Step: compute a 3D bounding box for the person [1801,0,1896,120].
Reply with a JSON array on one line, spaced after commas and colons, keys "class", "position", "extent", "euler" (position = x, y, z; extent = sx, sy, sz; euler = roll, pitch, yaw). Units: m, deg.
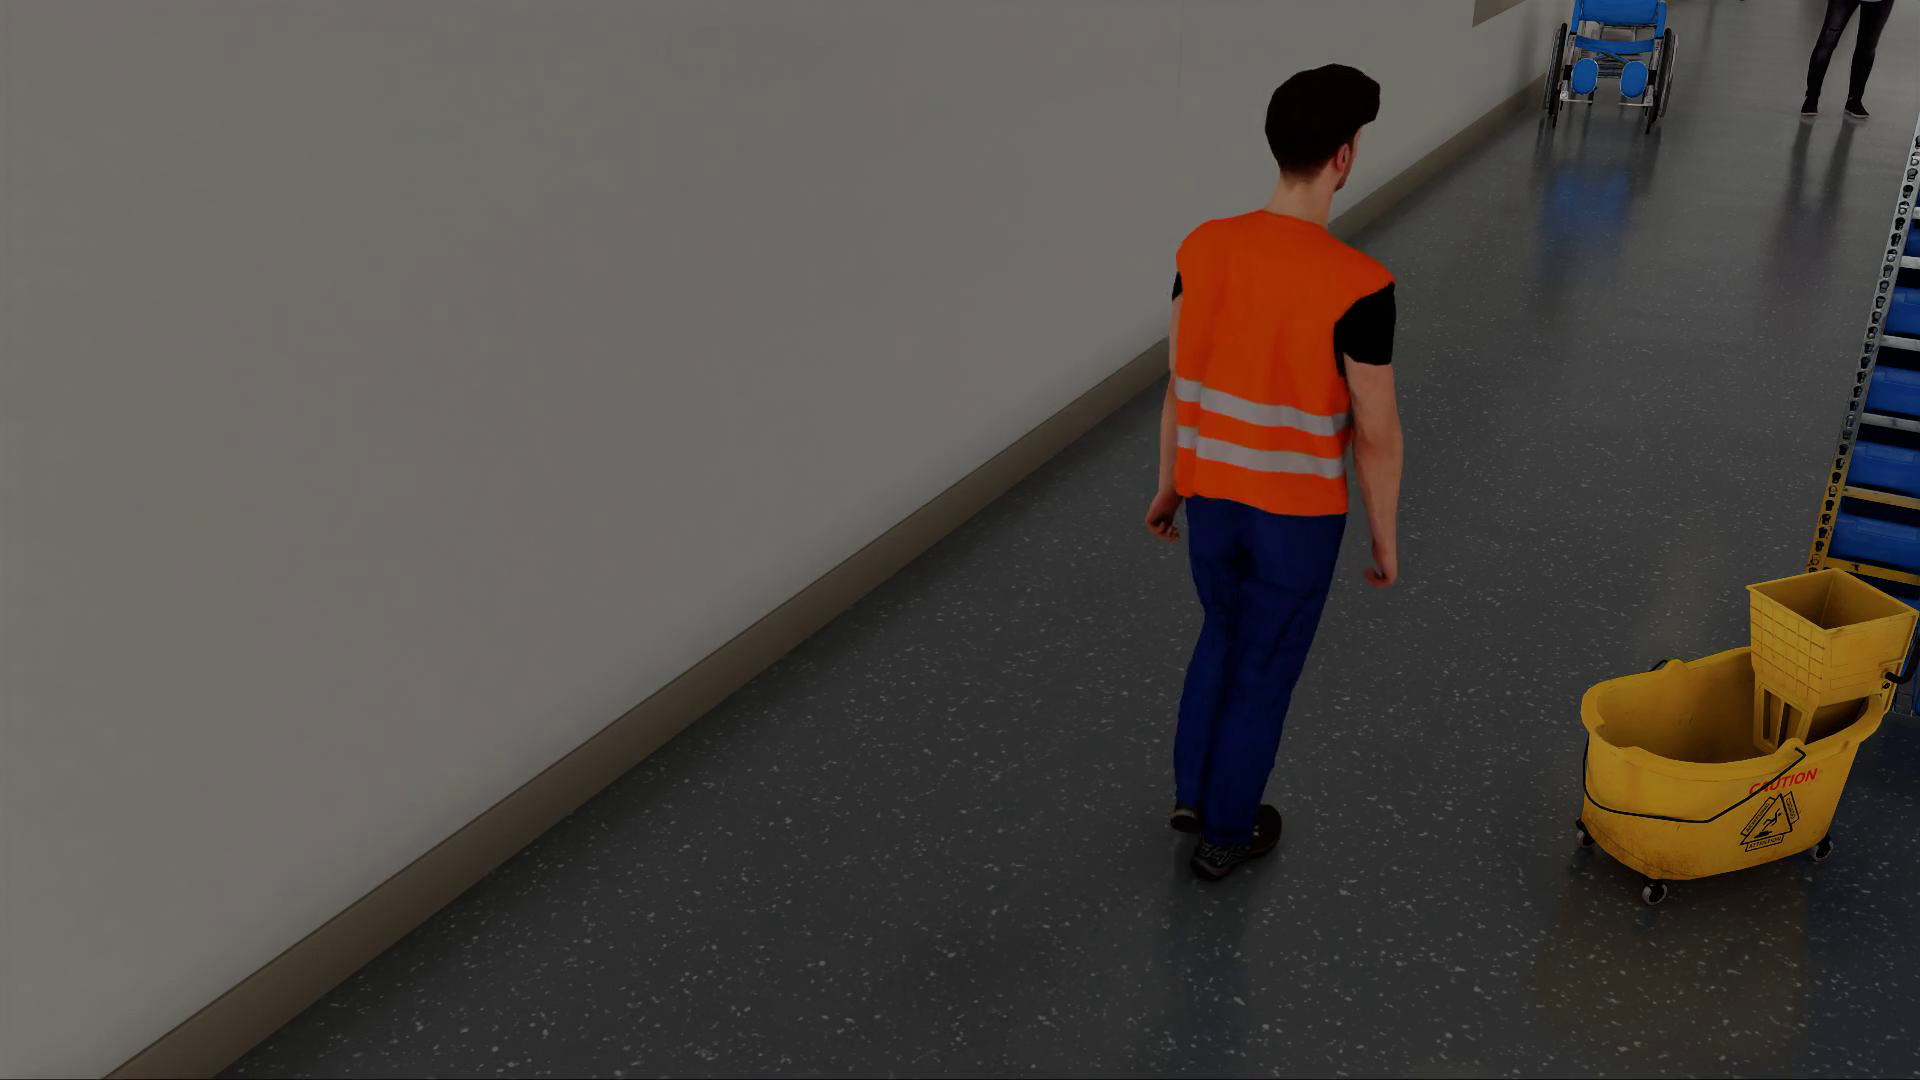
[{"class": "person", "position": [6.343, -3.907, 11.649], "extent": [0.650, 1.837, 0.809], "euler": [4, 26, 9]}]

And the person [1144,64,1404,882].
[{"class": "person", "position": [0.609, -0.047, 3.599], "extent": [0.668, 1.876, 0.829], "euler": [20, 32, 35]}]
